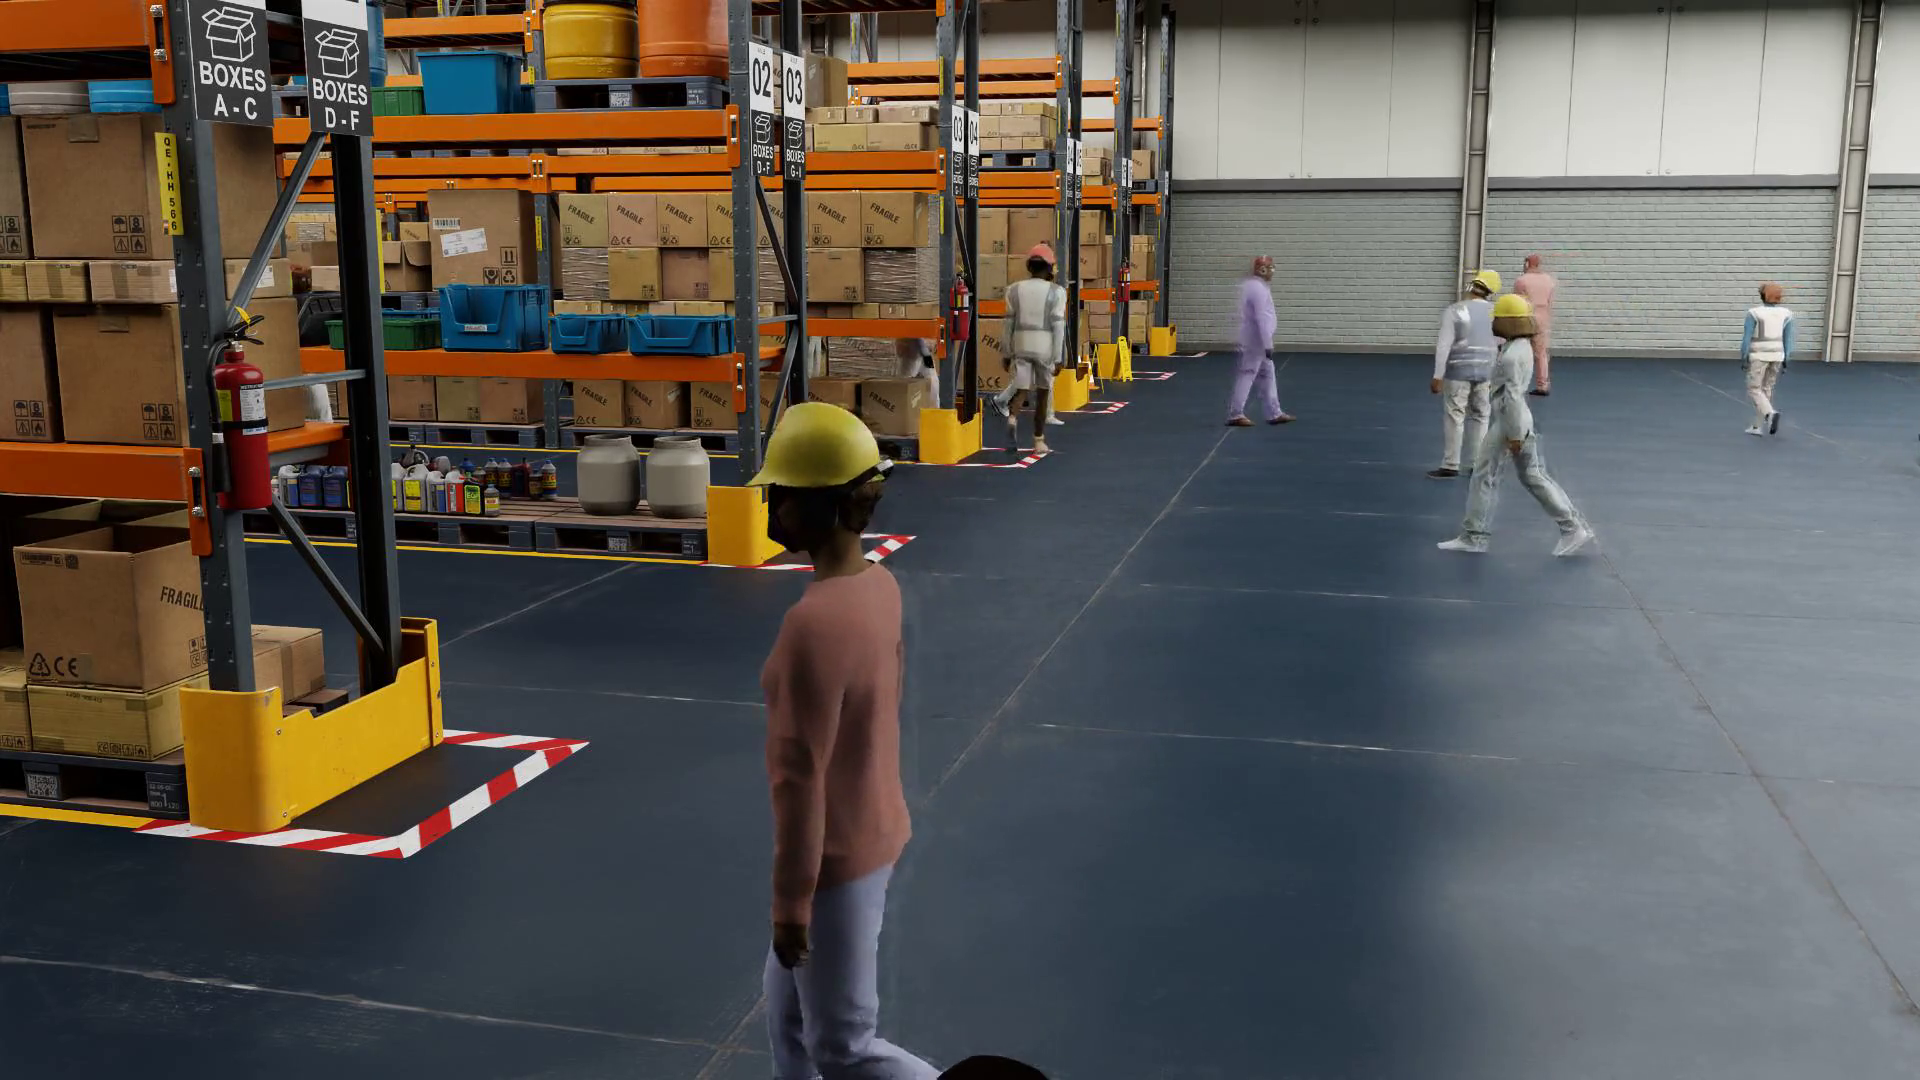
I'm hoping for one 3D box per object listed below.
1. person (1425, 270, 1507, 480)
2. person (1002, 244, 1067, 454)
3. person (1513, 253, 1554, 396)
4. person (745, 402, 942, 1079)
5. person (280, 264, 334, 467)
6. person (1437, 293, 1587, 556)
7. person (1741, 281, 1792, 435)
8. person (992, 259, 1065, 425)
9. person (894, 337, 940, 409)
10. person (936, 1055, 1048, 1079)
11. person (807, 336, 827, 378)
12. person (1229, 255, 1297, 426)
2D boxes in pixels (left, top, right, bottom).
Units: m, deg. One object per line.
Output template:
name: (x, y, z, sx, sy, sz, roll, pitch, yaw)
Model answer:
person: (4.324, -1.392, 14.174, 0.675, 1.791, 0.404, -2, 10, -13)
person: (0.673, -1.764, 15.618, 0.624, 2.012, 0.804, 4, 11, 21)
person: (7.513, -2.866, 22.111, 0.678, 1.853, 0.985, -4, 11, -22)
person: (-0.177, 0.601, 3.232, 0.757, 1.737, 0.530, 2, 10, 10)
person: (-5.864, -1.531, 14.825, 1.009, 1.831, 0.582, 8, 13, 36)
person: (3.624, -0.738, 10.752, 0.878, 1.708, 0.481, 6, 12, 31)
person: (8.378, -1.866, 17.236, 0.518, 1.624, 0.631, -1, 10, -7)
person: (0.778, -2.219, 18.459, 0.765, 1.893, 0.623, 7, 12, 32)
person: (-0.399, -1.870, 16.801, 0.946, 1.793, 0.623, 3, 11, 16)
person: (0.066, 0.908, 0.826, 0.375, 1.997, 0.612, -5, 11, -25)
person: (-1.667, -2.282, 18.870, 0.309, 1.864, 0.534, 4, 11, 21)
person: (3.365, -2.166, 18.188, 0.876, 1.870, 0.678, 1, 10, 3)
